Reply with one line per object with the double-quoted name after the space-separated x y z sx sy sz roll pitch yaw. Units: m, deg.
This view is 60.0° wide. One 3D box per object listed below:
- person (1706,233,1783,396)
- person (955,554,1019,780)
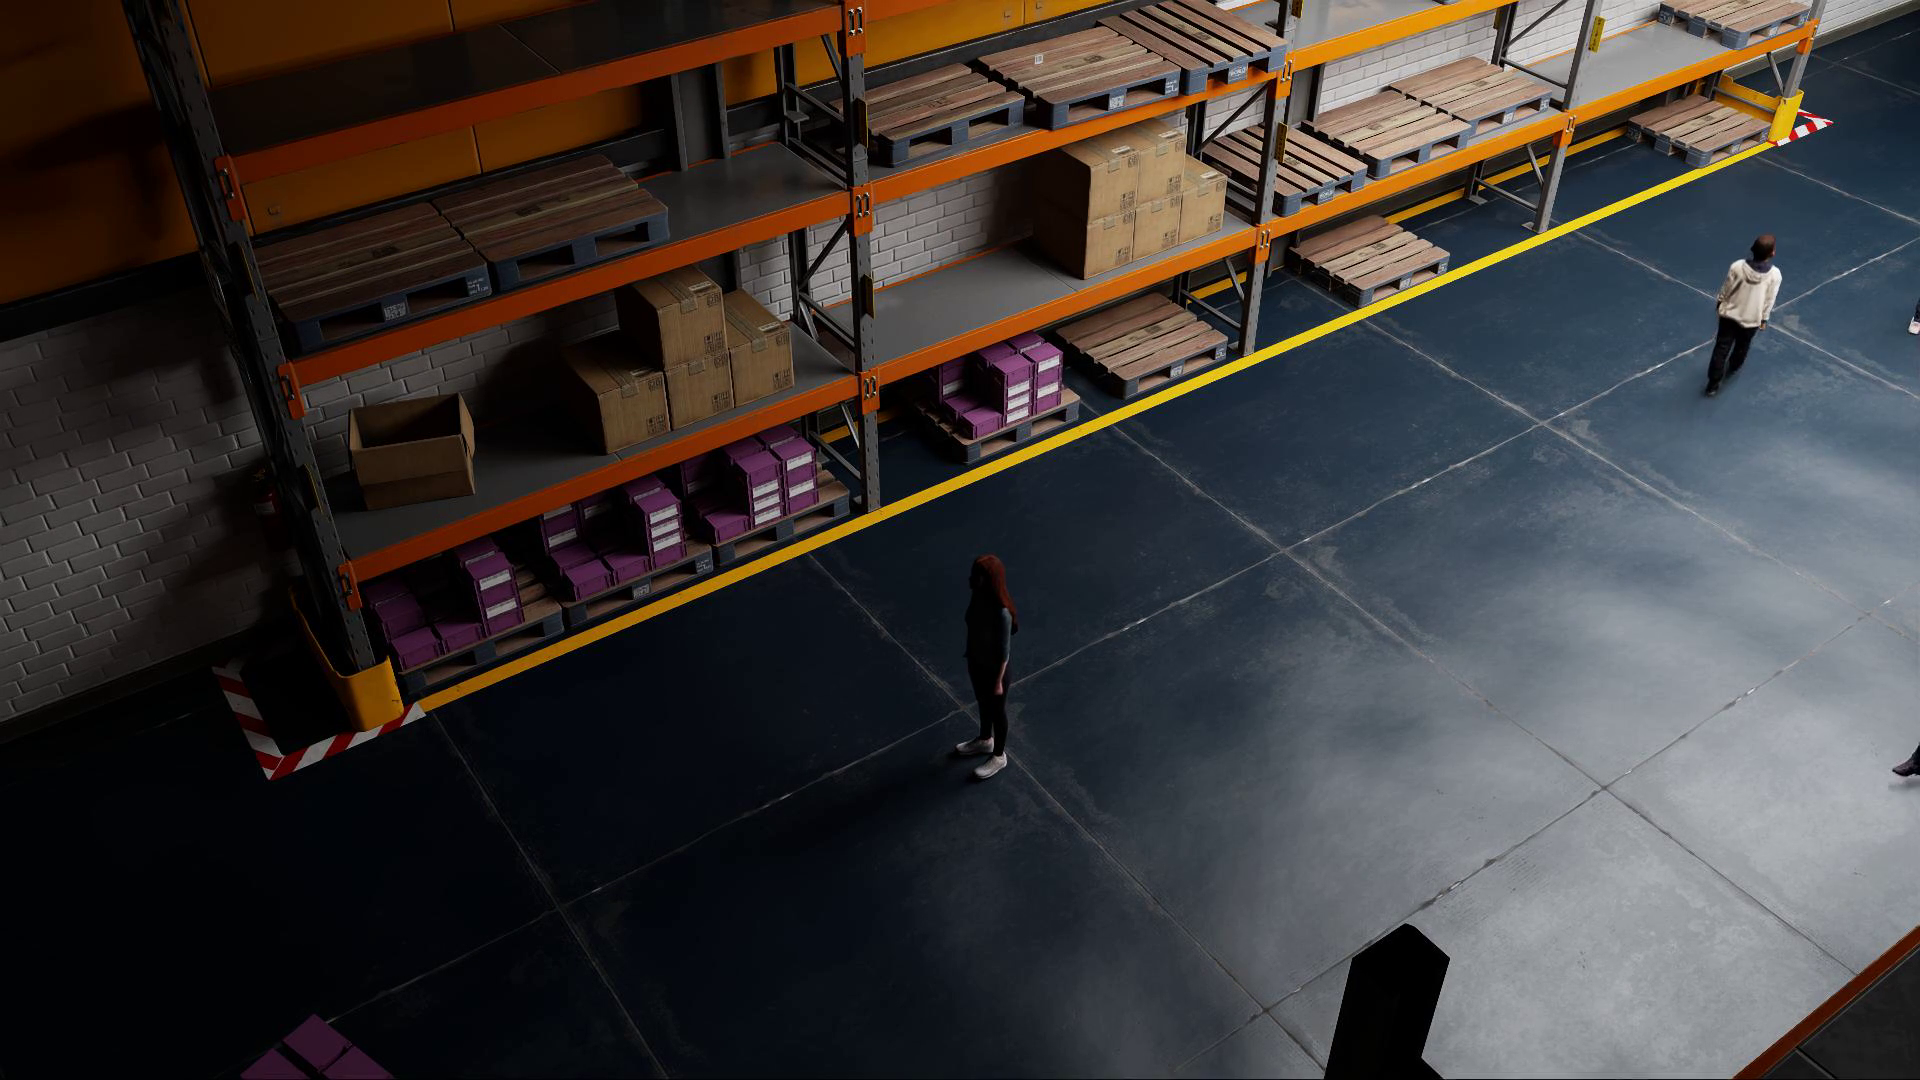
6.591 -1.871 14.074 0.823 1.425 1.005 22 44 25 "person"
0.180 0.784 10.495 0.589 1.743 0.621 -16 41 -19 "person"
